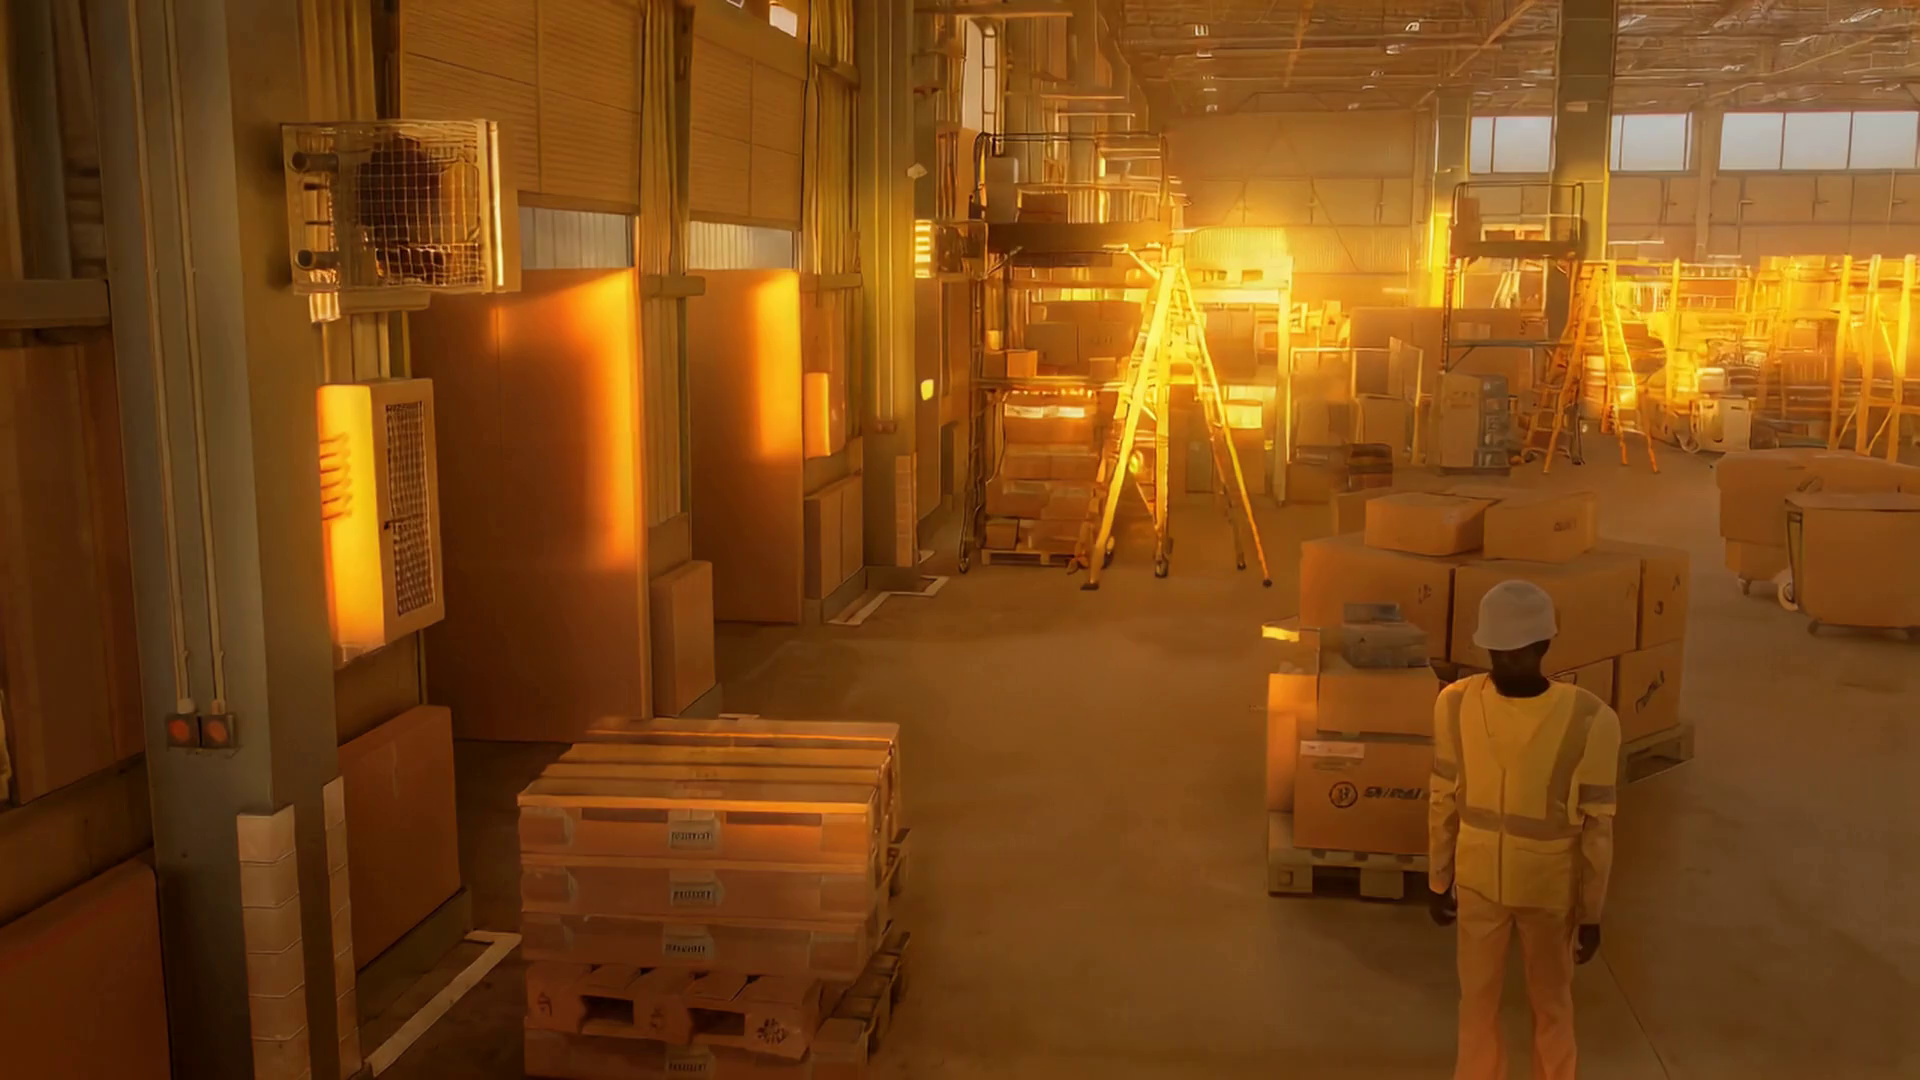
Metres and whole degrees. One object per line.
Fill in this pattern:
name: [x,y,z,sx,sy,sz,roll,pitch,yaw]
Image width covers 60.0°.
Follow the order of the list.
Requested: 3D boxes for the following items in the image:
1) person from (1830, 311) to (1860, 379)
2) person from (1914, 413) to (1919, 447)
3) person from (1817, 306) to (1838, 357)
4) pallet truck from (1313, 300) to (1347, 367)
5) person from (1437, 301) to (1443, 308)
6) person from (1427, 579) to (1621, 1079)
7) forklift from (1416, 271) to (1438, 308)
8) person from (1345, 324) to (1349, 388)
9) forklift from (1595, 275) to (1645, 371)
person: [20.767,-4.433,39.049,0.627,1.912,0.807,3,10,18]
person: [15.619,-2.348,26.761,0.319,1.739,0.484,9,13,44]
person: [22.685,-5.134,43.420,0.550,1.918,0.748,2,9,10]
pallet truck: [11.159,-6.200,49.718,0.823,1.965,1.885,4,10,26]
person: [14.599,-6.319,50.710,0.630,1.923,0.510,-2,9,-12]
person: [1.716,1.064,5.174,0.586,1.918,0.398,7,12,38]
forklift: [11.679,-5.367,41.870,1.873,2.768,1.129,1,9,9]
person: [9.489,-4.569,39.859,0.549,1.932,0.375,-6,11,-33]
forklift: [18.081,-6.116,46.484,1.873,2.768,1.129,-3,10,-19]
